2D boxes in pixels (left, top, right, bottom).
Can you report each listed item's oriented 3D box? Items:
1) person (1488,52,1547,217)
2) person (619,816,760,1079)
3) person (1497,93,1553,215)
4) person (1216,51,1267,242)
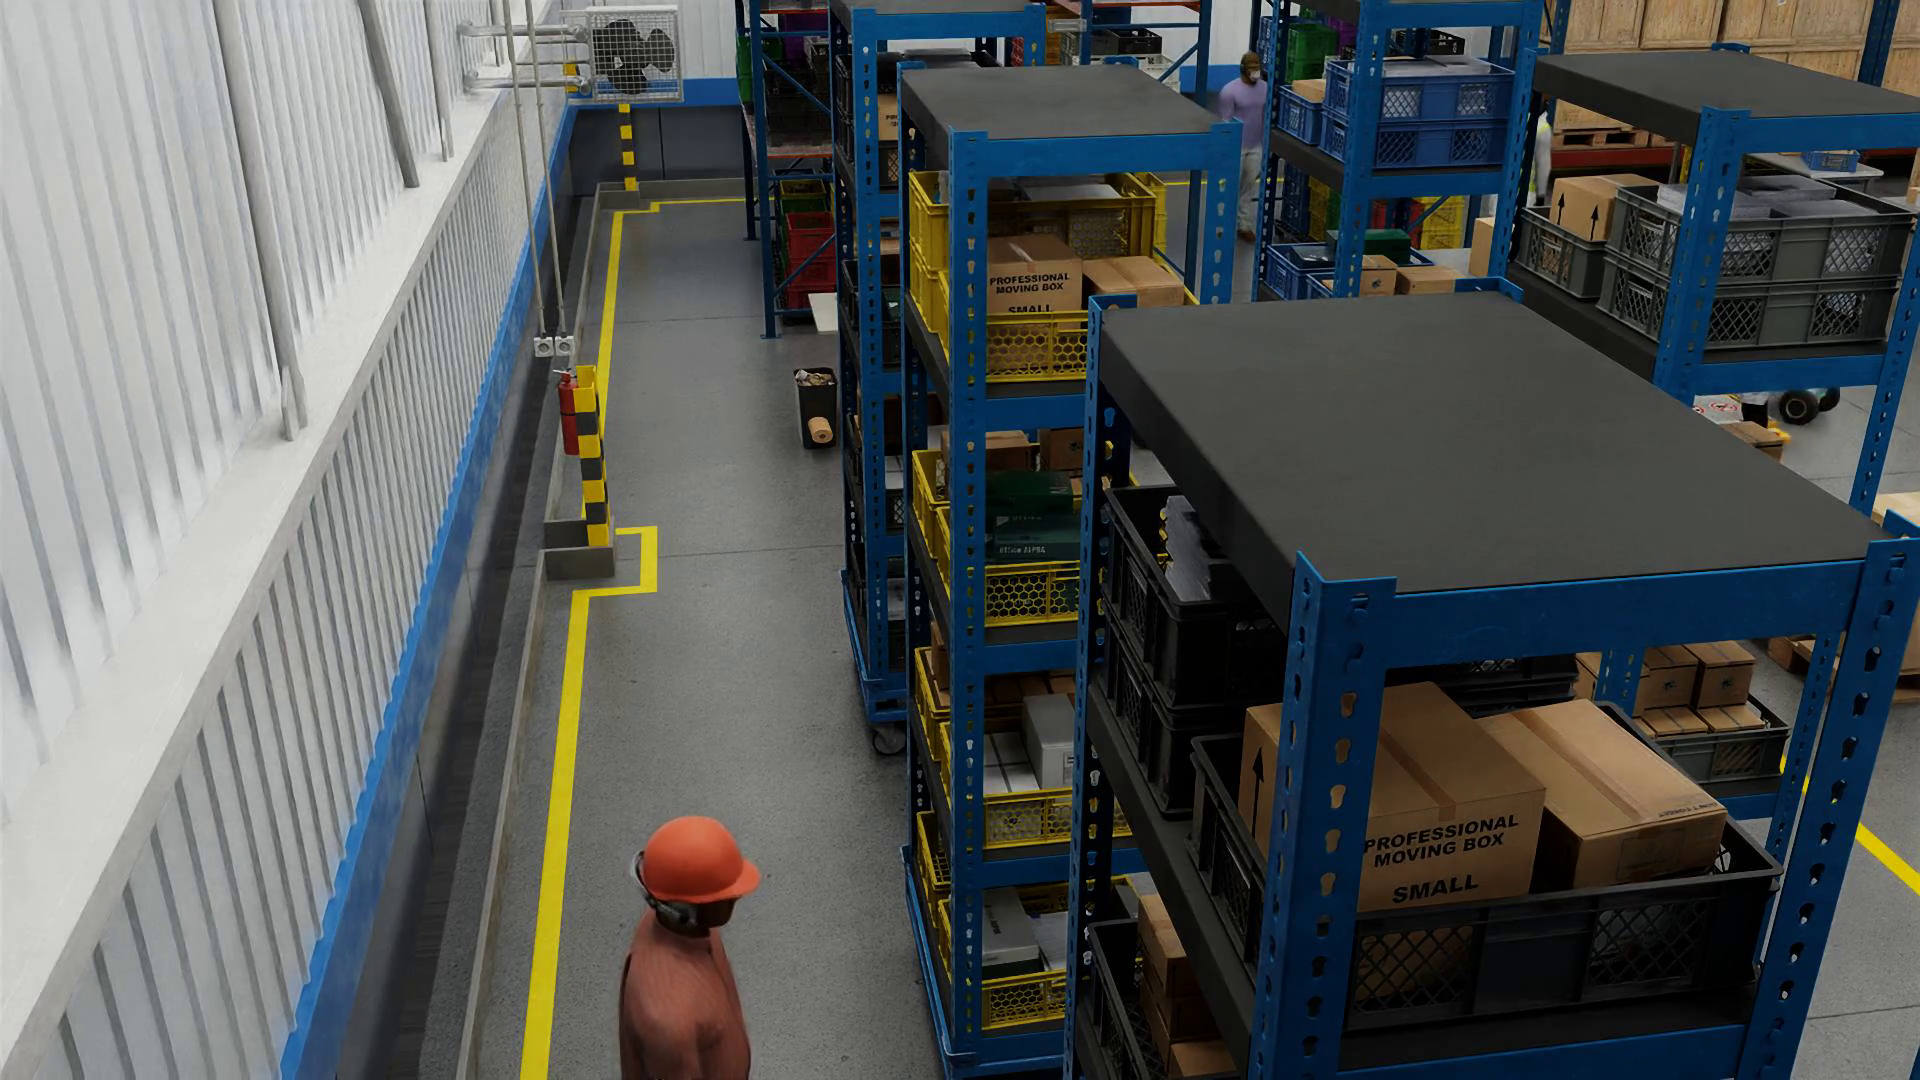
[{"bbox_3d":[5.821,-4.183,17.441,0.573,1.885,0.357,13,28,26],"label":"person"},{"bbox_3d":[-0.732,1.629,4.695,0.420,1.984,0.617,-2,25,-3],"label":"person"},{"bbox_3d":[5.301,-3.344,15.671,0.429,1.839,0.633,-11,27,-22],"label":"person"},{"bbox_3d":[2.893,-4.003,16.986,0.635,1.937,0.352,-13,28,-27],"label":"person"}]
